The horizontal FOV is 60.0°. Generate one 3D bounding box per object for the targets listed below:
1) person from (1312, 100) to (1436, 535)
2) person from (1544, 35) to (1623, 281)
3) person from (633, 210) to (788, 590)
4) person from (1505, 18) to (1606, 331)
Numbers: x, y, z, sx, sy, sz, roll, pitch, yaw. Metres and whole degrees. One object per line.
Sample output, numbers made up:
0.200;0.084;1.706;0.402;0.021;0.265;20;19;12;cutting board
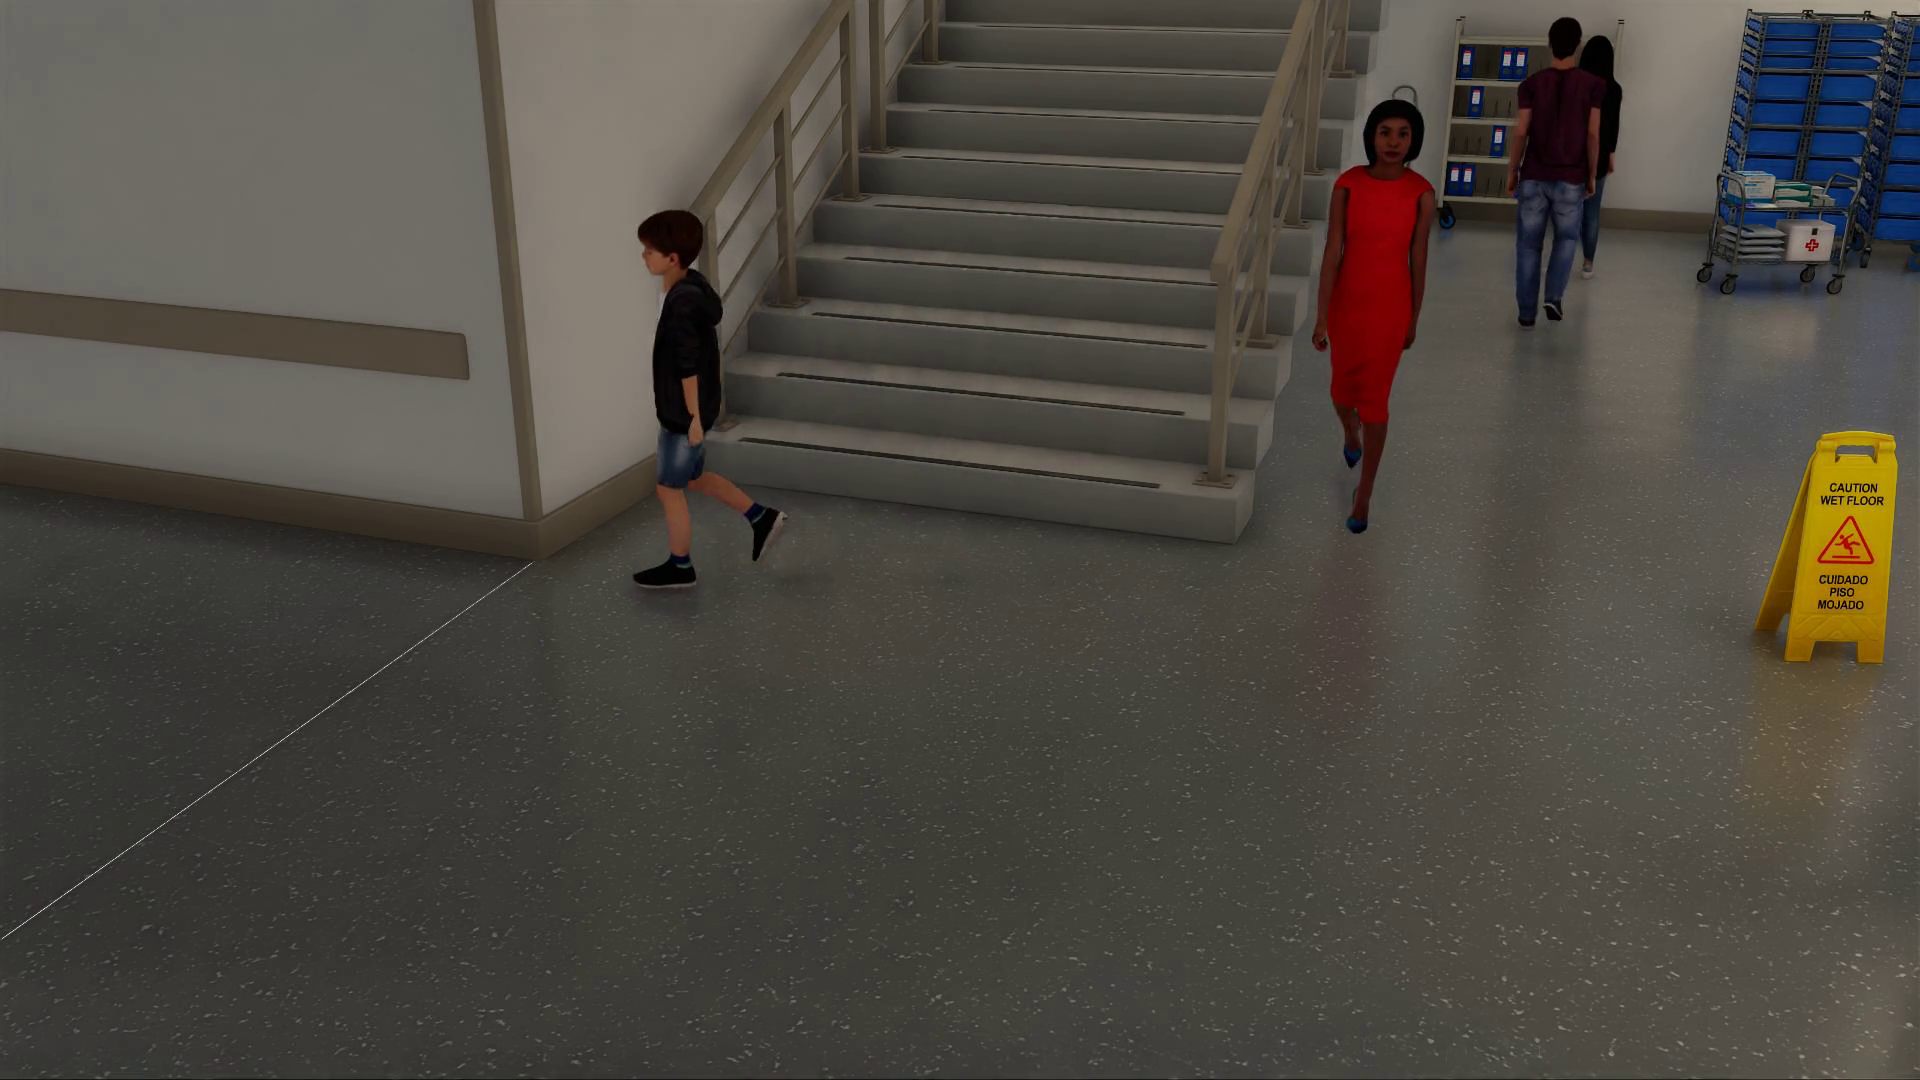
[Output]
1.695;-0.933;6.929;0.592;1.704;1.091;7;22;17;person
4.324;-2.644;11.529;0.613;1.646;0.572;3;21;8;person
-0.957;-0.501;6.169;0.771;1.435;0.830;-1;21;-4;person
3.569;-2.168;10.003;0.676;1.837;0.646;6;22;17;person
